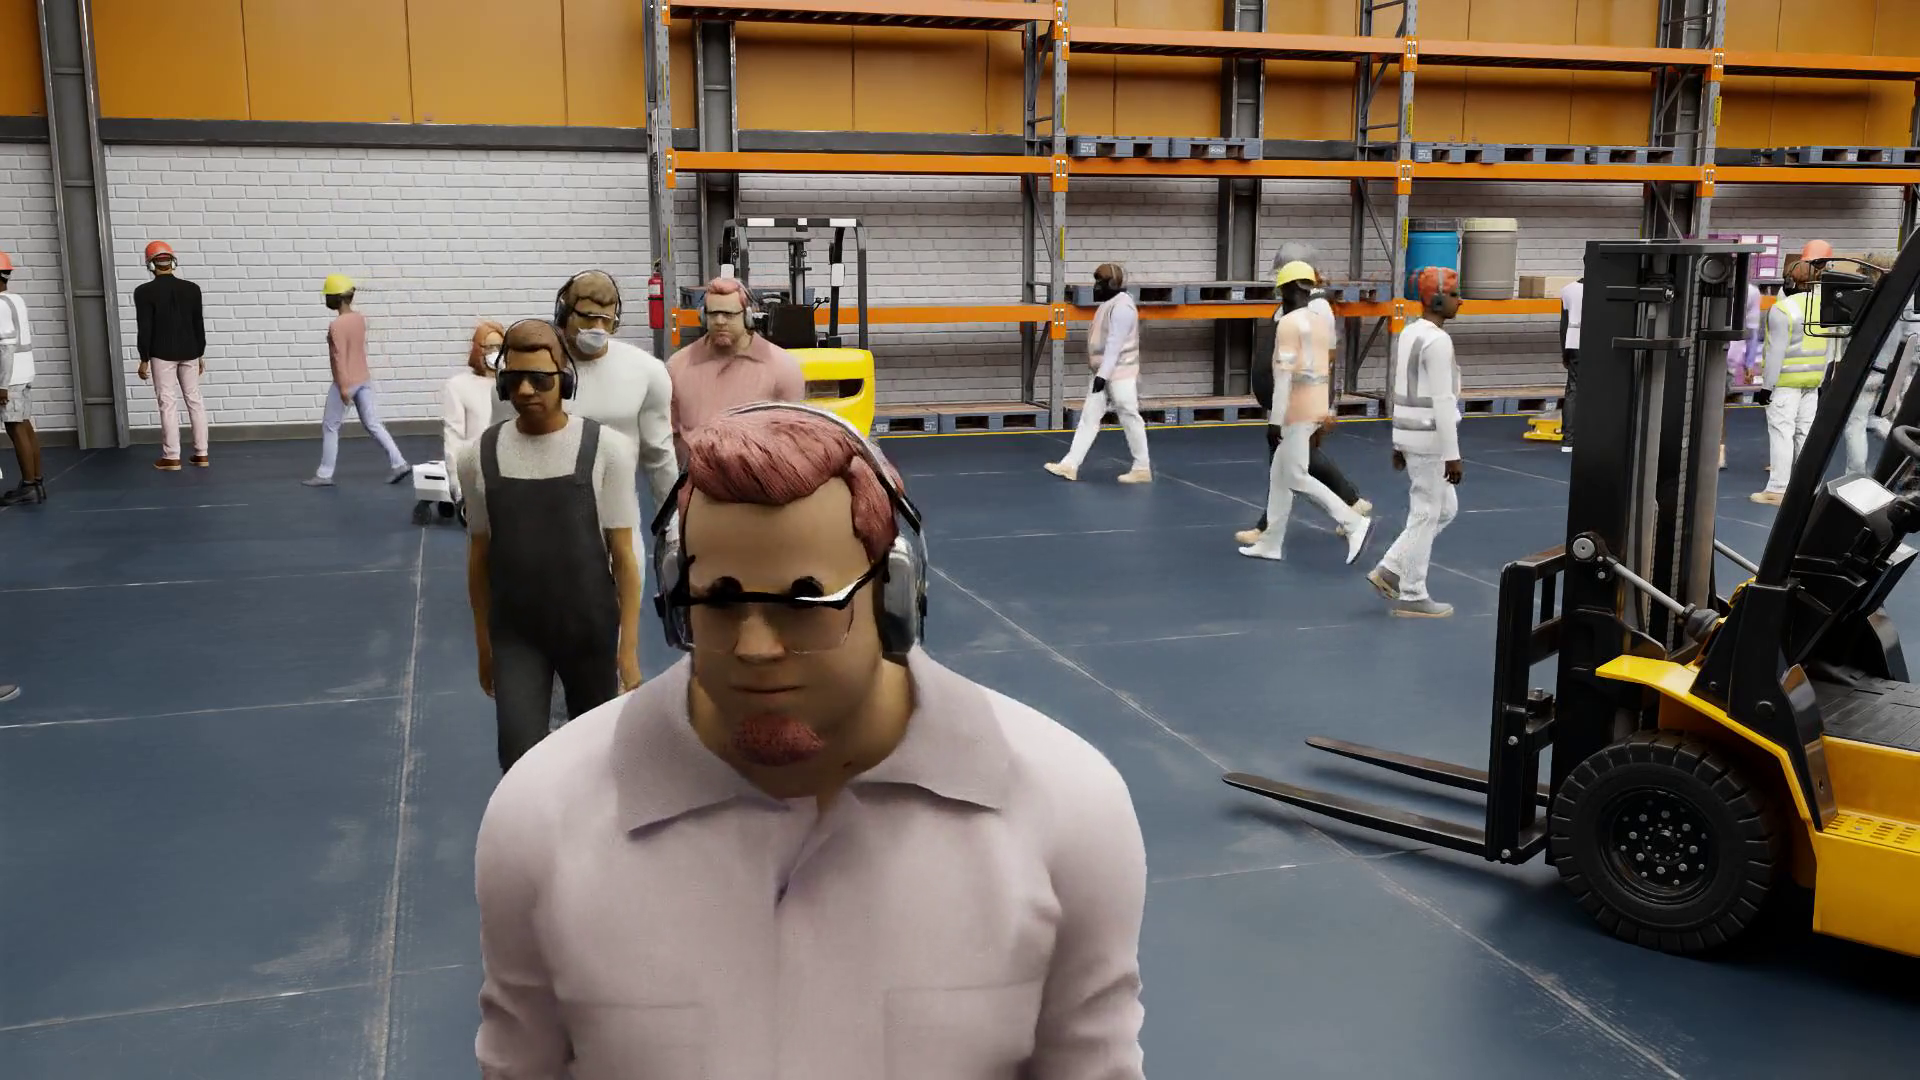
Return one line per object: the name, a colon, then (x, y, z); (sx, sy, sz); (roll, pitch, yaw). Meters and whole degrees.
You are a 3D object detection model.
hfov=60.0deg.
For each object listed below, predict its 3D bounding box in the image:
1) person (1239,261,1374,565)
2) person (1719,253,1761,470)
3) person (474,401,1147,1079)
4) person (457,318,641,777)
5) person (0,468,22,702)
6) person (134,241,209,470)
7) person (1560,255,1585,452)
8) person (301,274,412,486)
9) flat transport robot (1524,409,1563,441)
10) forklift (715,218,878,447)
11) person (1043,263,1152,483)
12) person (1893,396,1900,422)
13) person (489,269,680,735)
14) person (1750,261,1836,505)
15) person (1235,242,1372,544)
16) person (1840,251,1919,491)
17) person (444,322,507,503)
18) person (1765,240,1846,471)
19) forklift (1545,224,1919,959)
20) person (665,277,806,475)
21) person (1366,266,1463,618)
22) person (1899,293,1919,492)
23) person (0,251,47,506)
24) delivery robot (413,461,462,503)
person: (2.175, -0.771, 10.258); (0.831, 1.875, 0.651); (6, 12, 29)
person: (6.652, -1.617, 14.600); (0.615, 2.001, 1.038); (1, 10, 4)
person: (-0.143, 0.802, 1.611); (0.642, 1.888, 0.484); (-1, 10, -5)
person: (-1.152, 0.264, 4.777); (0.508, 1.817, 0.896); (-1, 10, -3)
person: (-4.366, -0.185, 7.193); (0.592, 1.824, 0.403); (9, 14, 41)
person: (-6.885, -1.603, 14.516); (0.399, 1.984, 0.610); (7, 13, 36)
person: (5.866, -1.758, 15.547); (0.392, 1.920, 0.592); (-7, 13, -34)
person: (-4.936, -1.294, 13.505); (0.845, 1.732, 0.529); (2, 11, 11)
flat transport robot: (6.197, -1.158, 16.773); (0.652, 0.197, 1.431); (6, 12, 31)
forklift: (-1.522, -1.778, 14.899); (1.214, 2.155, 2.313); (-3, 11, -17)
person: (1.158, -1.351, 13.641); (0.930, 1.796, 0.635); (-2, 11, -13)
person: (9.824, -1.939, 17.101); (0.512, 1.697, 0.866); (8, 13, 37)
person: (-1.374, -0.019, 6.040); (0.726, 1.905, 0.486); (-3, 11, -14)
person: (6.297, -1.184, 12.610); (0.632, 1.842, 0.429); (-5, 11, -24)
person: (2.323, -0.986, 10.978); (0.888, 2.000, 0.699); (0, 10, -1)
person: (7.119, -1.268, 12.866); (0.640, 1.917, 0.643); (-5, 11, -25)
person: (-2.451, -0.356, 8.777); (0.515, 1.587, 0.888); (-4, 11, -20)
person: (7.257, -1.557, 14.235); (0.612, 1.995, 0.382); (7, 13, 34)
forklift: (2.909, 0.117, 4.508); (2.313, 2.155, 1.214); (9, 14, 40)
person: (-0.959, -0.208, 7.222); (0.647, 1.868, 0.927); (1, 10, 7)
person: (2.487, -0.499, 8.765); (0.413, 1.866, 0.587); (1, 10, 3)
person: (7.792, -1.359, 13.377); (0.644, 1.925, 0.833); (7, 13, 35)
person: (-7.201, -1.221, 12.549); (0.375, 1.935, 0.551); (-3, 11, -16)
delivery robot: (-3.488, -0.423, 11.710); (0.707, 0.478, 0.477); (4, 11, 22)
